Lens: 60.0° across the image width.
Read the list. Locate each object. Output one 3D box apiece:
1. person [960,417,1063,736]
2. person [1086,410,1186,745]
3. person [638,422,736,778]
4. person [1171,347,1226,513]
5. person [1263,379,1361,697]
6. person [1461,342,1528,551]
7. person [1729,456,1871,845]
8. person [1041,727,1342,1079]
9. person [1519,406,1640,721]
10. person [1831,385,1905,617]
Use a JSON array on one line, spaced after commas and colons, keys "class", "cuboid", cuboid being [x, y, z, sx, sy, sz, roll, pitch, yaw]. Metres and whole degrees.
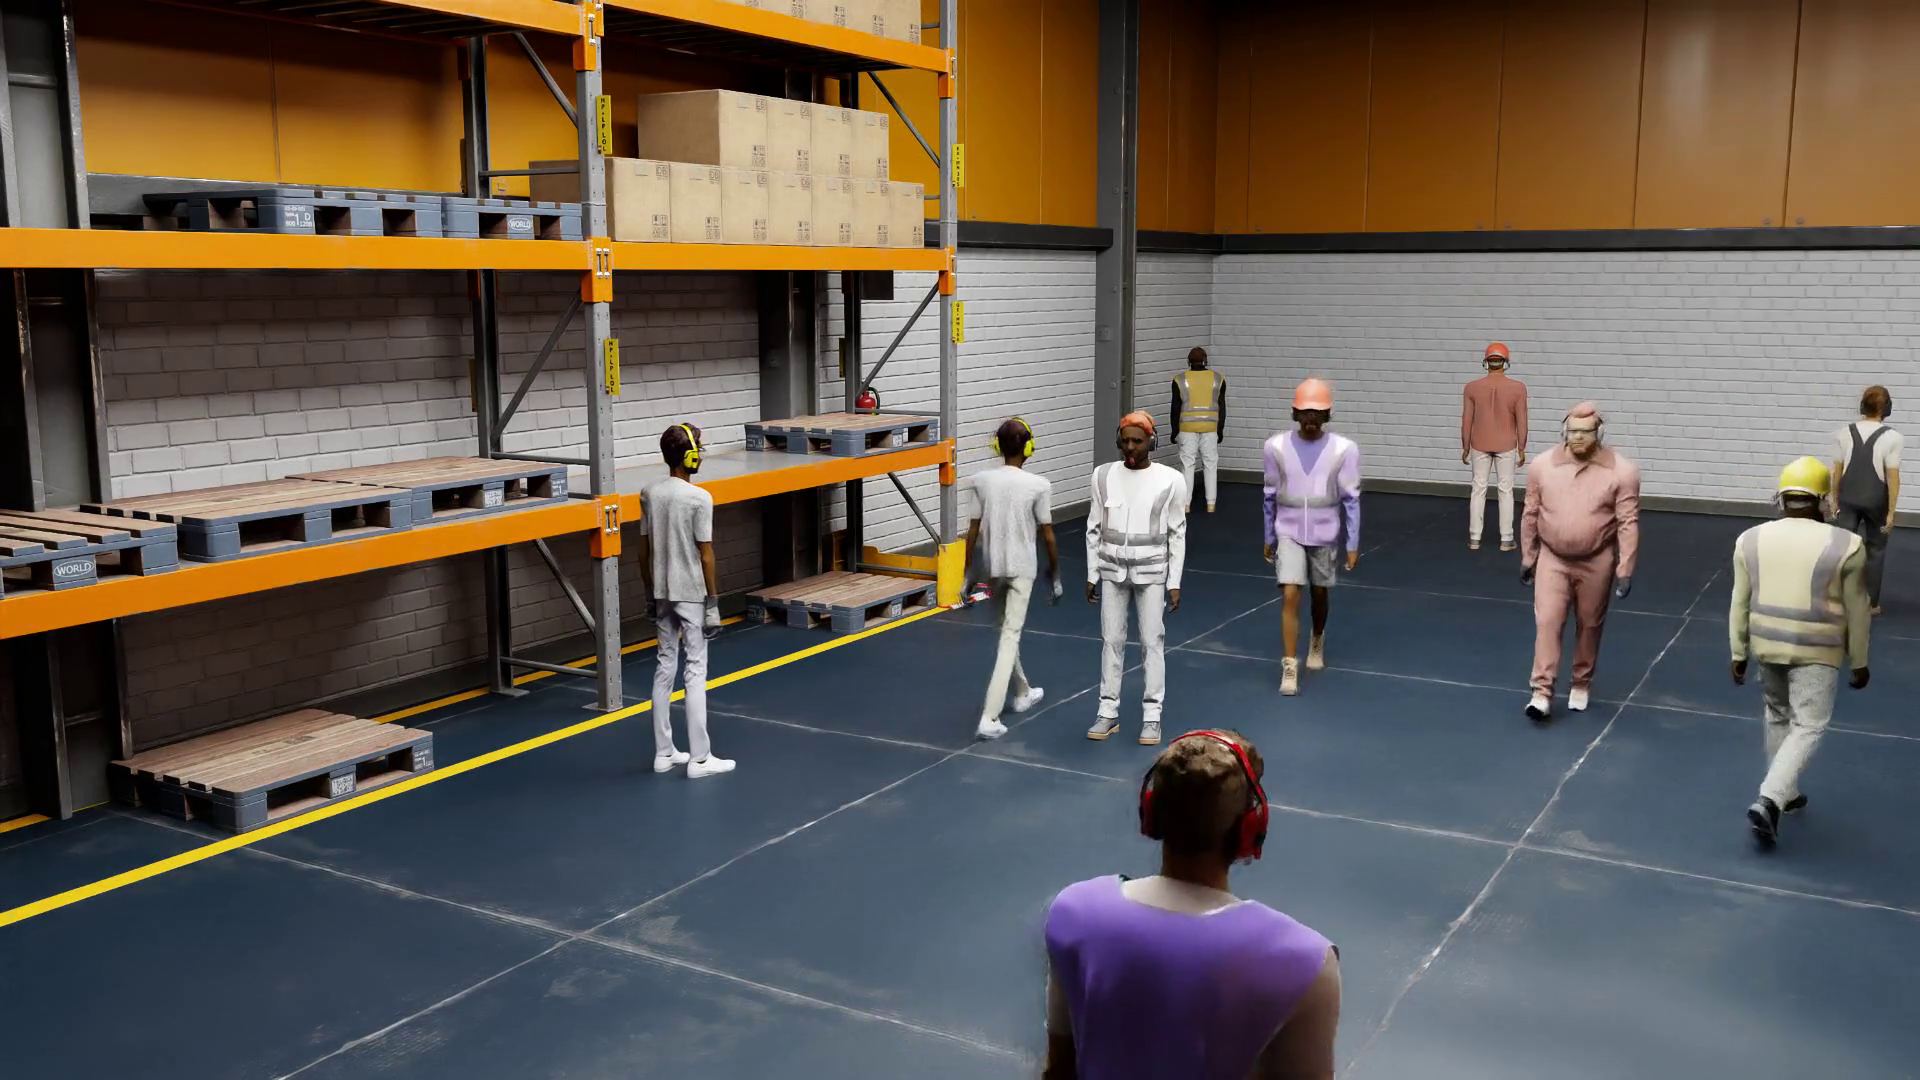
[{"class": "person", "cuboid": [0.298, 0.197, 9.700, 0.554, 1.820, 1.001, 5, 10, 26]}, {"class": "person", "cuboid": [0.978, 0.213, 9.384, 0.572, 1.884, 0.356, 4, 10, 22]}, {"class": "person", "cuboid": [-1.466, 0.316, 8.780, 0.512, 1.872, 0.330, 6, 11, 33]}, {"class": "person", "cuboid": [2.631, -1.215, 18.445, 0.619, 1.838, 0.430, -1, 9, -3]}, {"class": "person", "cuboid": [2.270, -0.058, 10.767, 0.624, 1.998, 1.047, 2, 9, 15]}, {"class": "person", "cuboid": [5.121, -0.892, 15.945, 0.610, 1.991, 0.389, 4, 10, 23]}, {"class": "person", "cuboid": [3.909, 0.507, 7.811, 0.841, 1.802, 0.590, -7, 12, -38]}, {"class": "person", "cuboid": [0.420, 1.253, 3.077, 0.570, 1.827, 0.433, 7, 11, 36]}, {"class": "person", "cuboid": [3.625, 0.152, 9.807, 0.679, 1.860, 0.952, 4, 10, 26]}, {"class": "person", "cuboid": [6.822, -0.264, 12.592, 0.879, 1.816, 0.507, -9, 13, -43]}]
